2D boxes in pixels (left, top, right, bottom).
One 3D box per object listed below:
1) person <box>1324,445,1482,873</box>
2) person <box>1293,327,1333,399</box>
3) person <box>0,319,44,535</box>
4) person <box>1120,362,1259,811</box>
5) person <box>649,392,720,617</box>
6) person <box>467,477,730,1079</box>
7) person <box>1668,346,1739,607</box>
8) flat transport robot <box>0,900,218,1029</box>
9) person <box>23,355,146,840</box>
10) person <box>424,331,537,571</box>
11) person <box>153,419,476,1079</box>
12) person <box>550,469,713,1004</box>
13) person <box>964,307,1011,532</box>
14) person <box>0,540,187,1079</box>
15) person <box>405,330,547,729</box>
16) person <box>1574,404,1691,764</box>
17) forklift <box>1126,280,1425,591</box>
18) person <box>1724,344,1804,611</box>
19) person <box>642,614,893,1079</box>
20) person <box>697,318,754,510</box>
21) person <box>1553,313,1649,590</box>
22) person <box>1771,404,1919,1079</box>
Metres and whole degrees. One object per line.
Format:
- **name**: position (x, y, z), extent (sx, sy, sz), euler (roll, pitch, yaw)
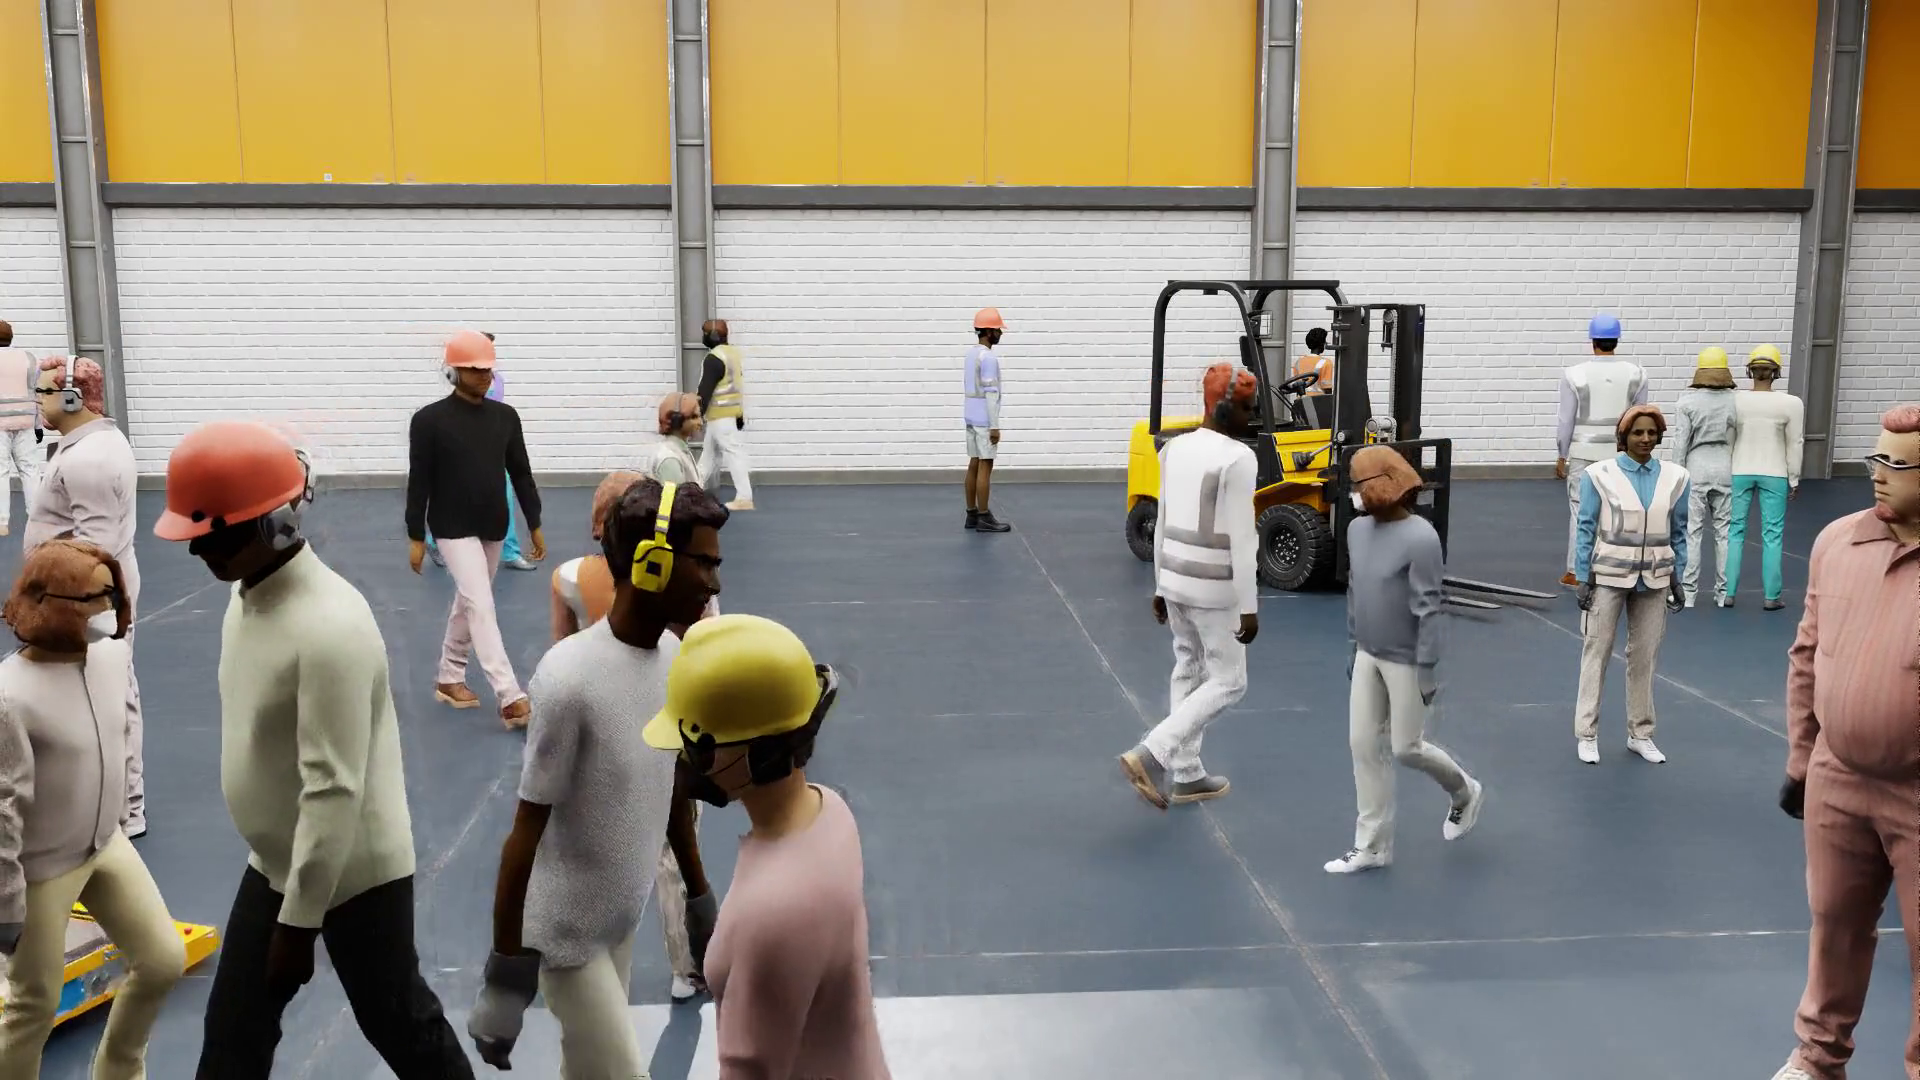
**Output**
- **person**: position (1.677, 0.439, 6.203), extent (0.641, 1.603, 0.508), euler (-4, 10, -24)
- **person**: position (3.572, -1.300, 16.825), extent (0.320, 1.694, 0.531), euler (-5, 10, -28)
- **person**: position (-8.162, -0.964, 14.231), extent (0.429, 1.847, 0.625), euler (7, 12, 38)
- **person**: position (0.934, 0.215, 6.743), extent (0.579, 1.868, 0.618), euler (-5, 10, -29)
- **person**: position (-1.373, 0.052, 8.543), extent (0.712, 1.608, 0.543), euler (0, 9, -2)
- **person**: position (-0.722, 0.791, 3.266), extent (0.549, 1.822, 0.552), euler (2, 9, 11)
- **person**: position (4.984, -0.417, 11.116), extent (0.488, 1.740, 0.318), euler (1, 9, 4)
- **flat transport robot**: position (-2.927, 1.323, 4.787), extent (0.652, 0.197, 1.431), euler (3, 10, 18)
- **person**: position (-3.412, 0.235, 6.506), extent (0.410, 1.909, 0.642), euler (-4, 10, -23)
- **person**: position (-3.657, -0.669, 12.491), extent (0.900, 1.815, 0.578), euler (4, 10, 24)
- **person**: position (-1.445, 0.697, 3.540), extent (1.014, 1.919, 0.675), euler (-8, 12, -42)
- **person**: position (-0.979, 0.601, 5.043), extent (0.514, 1.639, 0.314), euler (1, 9, 6)
- **person**: position (0.224, -1.036, 14.385), extent (0.375, 1.939, 0.546), euler (-3, 10, -19)
- **person**: position (-2.158, 0.785, 3.997), extent (0.447, 1.601, 0.513), euler (2, 9, 10)
- **person**: position (-2.369, -0.060, 8.251), extent (1.012, 1.937, 0.644), euler (7, 11, 37)
- **person**: position (3.039, 0.200, 7.555), extent (0.514, 1.641, 0.309), euler (0, 9, -1)
- **forklift**: position (2.301, -0.860, 12.475), extent (1.214, 2.155, 2.313), euler (-6, 11, -35)
- **person**: position (5.282, -0.410, 11.019), extent (0.522, 1.761, 0.322), euler (5, 10, 30)
- **person**: position (-0.331, 0.954, 2.556), extent (0.920, 1.711, 0.537), euler (0, 9, -1)
- **person**: position (-2.375, -1.177, 15.693), extent (0.947, 1.795, 0.647), euler (1, 9, 6)
- **person**: position (4.486, -0.607, 11.660), extent (0.626, 1.945, 0.405), euler (1, 9, 6)
- **person**: position (2.343, 0.611, 4.157), extent (0.400, 1.905, 0.643), euler (-5, 10, -29)
